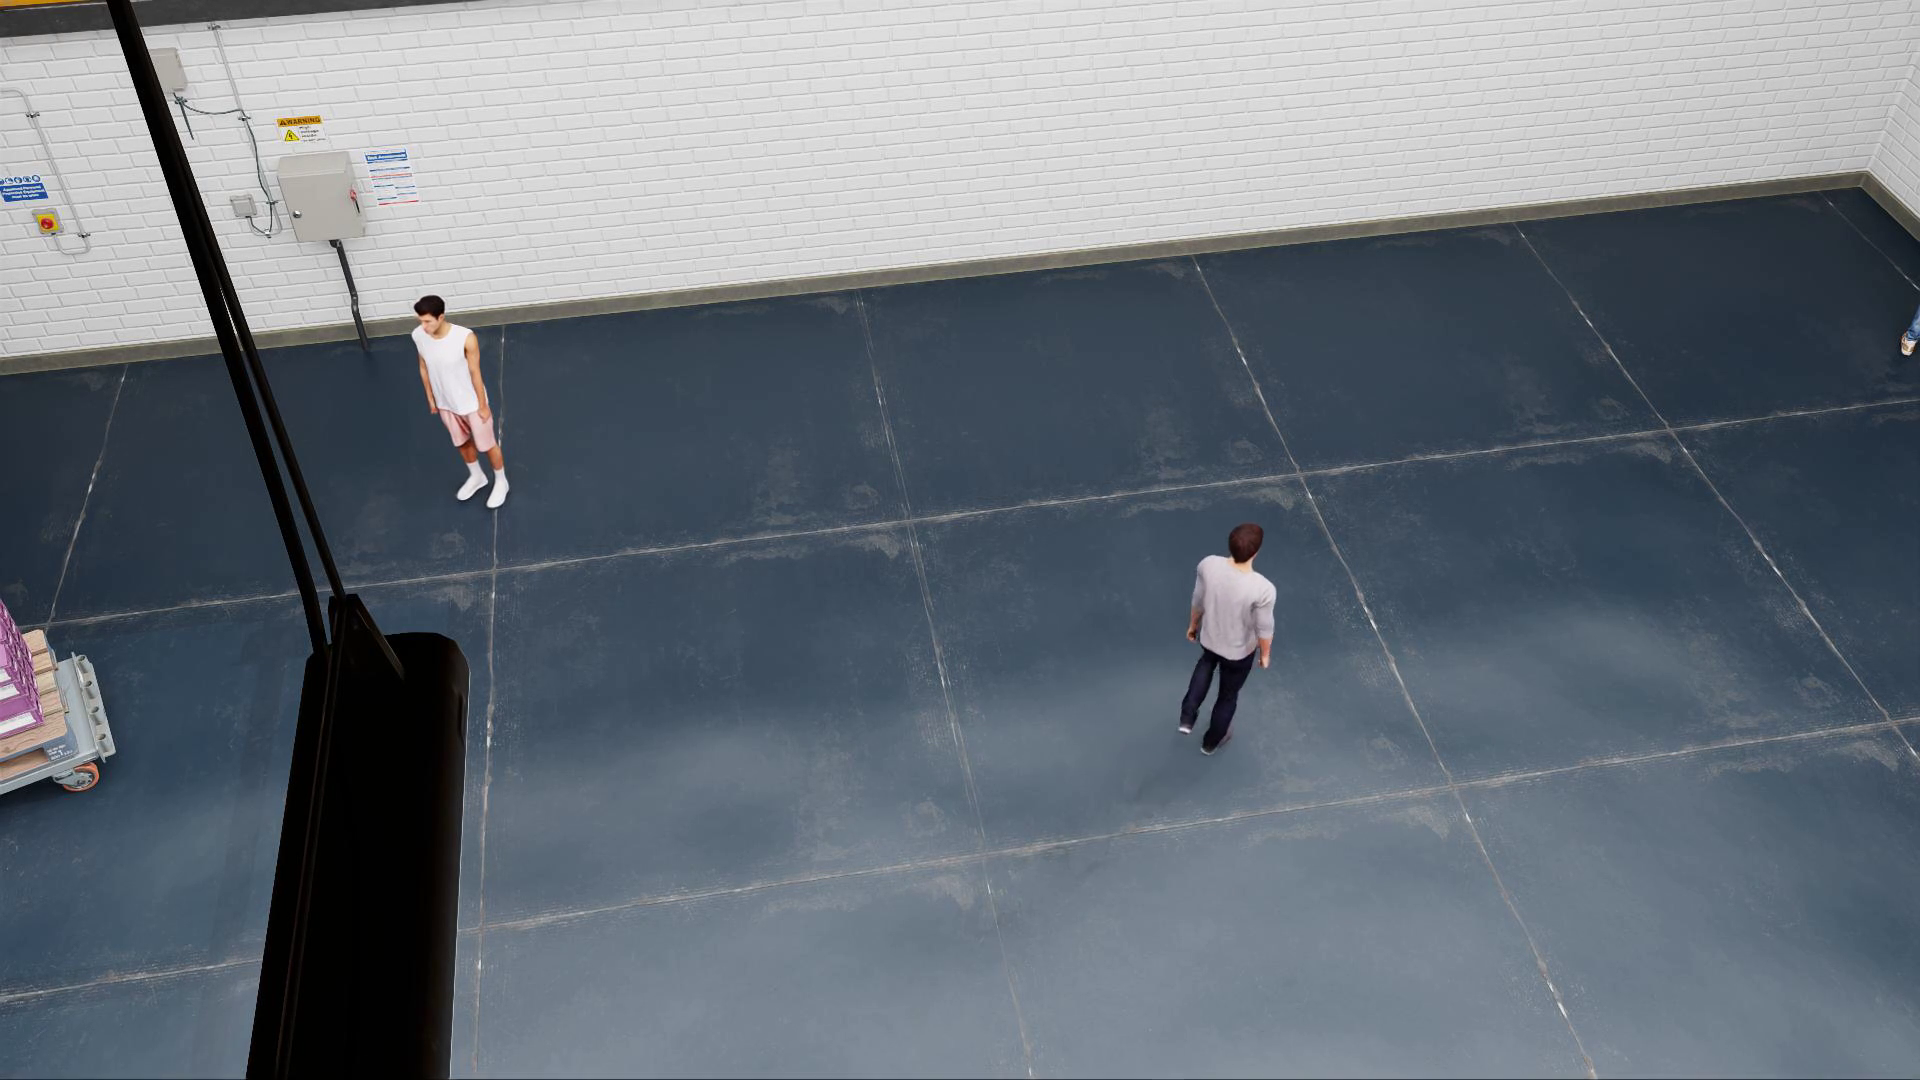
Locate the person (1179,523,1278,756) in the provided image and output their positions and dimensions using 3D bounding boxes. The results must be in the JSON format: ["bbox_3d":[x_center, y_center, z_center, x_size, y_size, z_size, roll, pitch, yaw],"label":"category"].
[{"bbox_3d":[1.558,0.647,10.003,0.802,1.832,0.873,30,51,28],"label":"person"}]

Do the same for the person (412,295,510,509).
[{"bbox_3d":[-3.522,-1.016,11.787,0.736,1.779,0.735,11,45,11],"label":"person"}]
